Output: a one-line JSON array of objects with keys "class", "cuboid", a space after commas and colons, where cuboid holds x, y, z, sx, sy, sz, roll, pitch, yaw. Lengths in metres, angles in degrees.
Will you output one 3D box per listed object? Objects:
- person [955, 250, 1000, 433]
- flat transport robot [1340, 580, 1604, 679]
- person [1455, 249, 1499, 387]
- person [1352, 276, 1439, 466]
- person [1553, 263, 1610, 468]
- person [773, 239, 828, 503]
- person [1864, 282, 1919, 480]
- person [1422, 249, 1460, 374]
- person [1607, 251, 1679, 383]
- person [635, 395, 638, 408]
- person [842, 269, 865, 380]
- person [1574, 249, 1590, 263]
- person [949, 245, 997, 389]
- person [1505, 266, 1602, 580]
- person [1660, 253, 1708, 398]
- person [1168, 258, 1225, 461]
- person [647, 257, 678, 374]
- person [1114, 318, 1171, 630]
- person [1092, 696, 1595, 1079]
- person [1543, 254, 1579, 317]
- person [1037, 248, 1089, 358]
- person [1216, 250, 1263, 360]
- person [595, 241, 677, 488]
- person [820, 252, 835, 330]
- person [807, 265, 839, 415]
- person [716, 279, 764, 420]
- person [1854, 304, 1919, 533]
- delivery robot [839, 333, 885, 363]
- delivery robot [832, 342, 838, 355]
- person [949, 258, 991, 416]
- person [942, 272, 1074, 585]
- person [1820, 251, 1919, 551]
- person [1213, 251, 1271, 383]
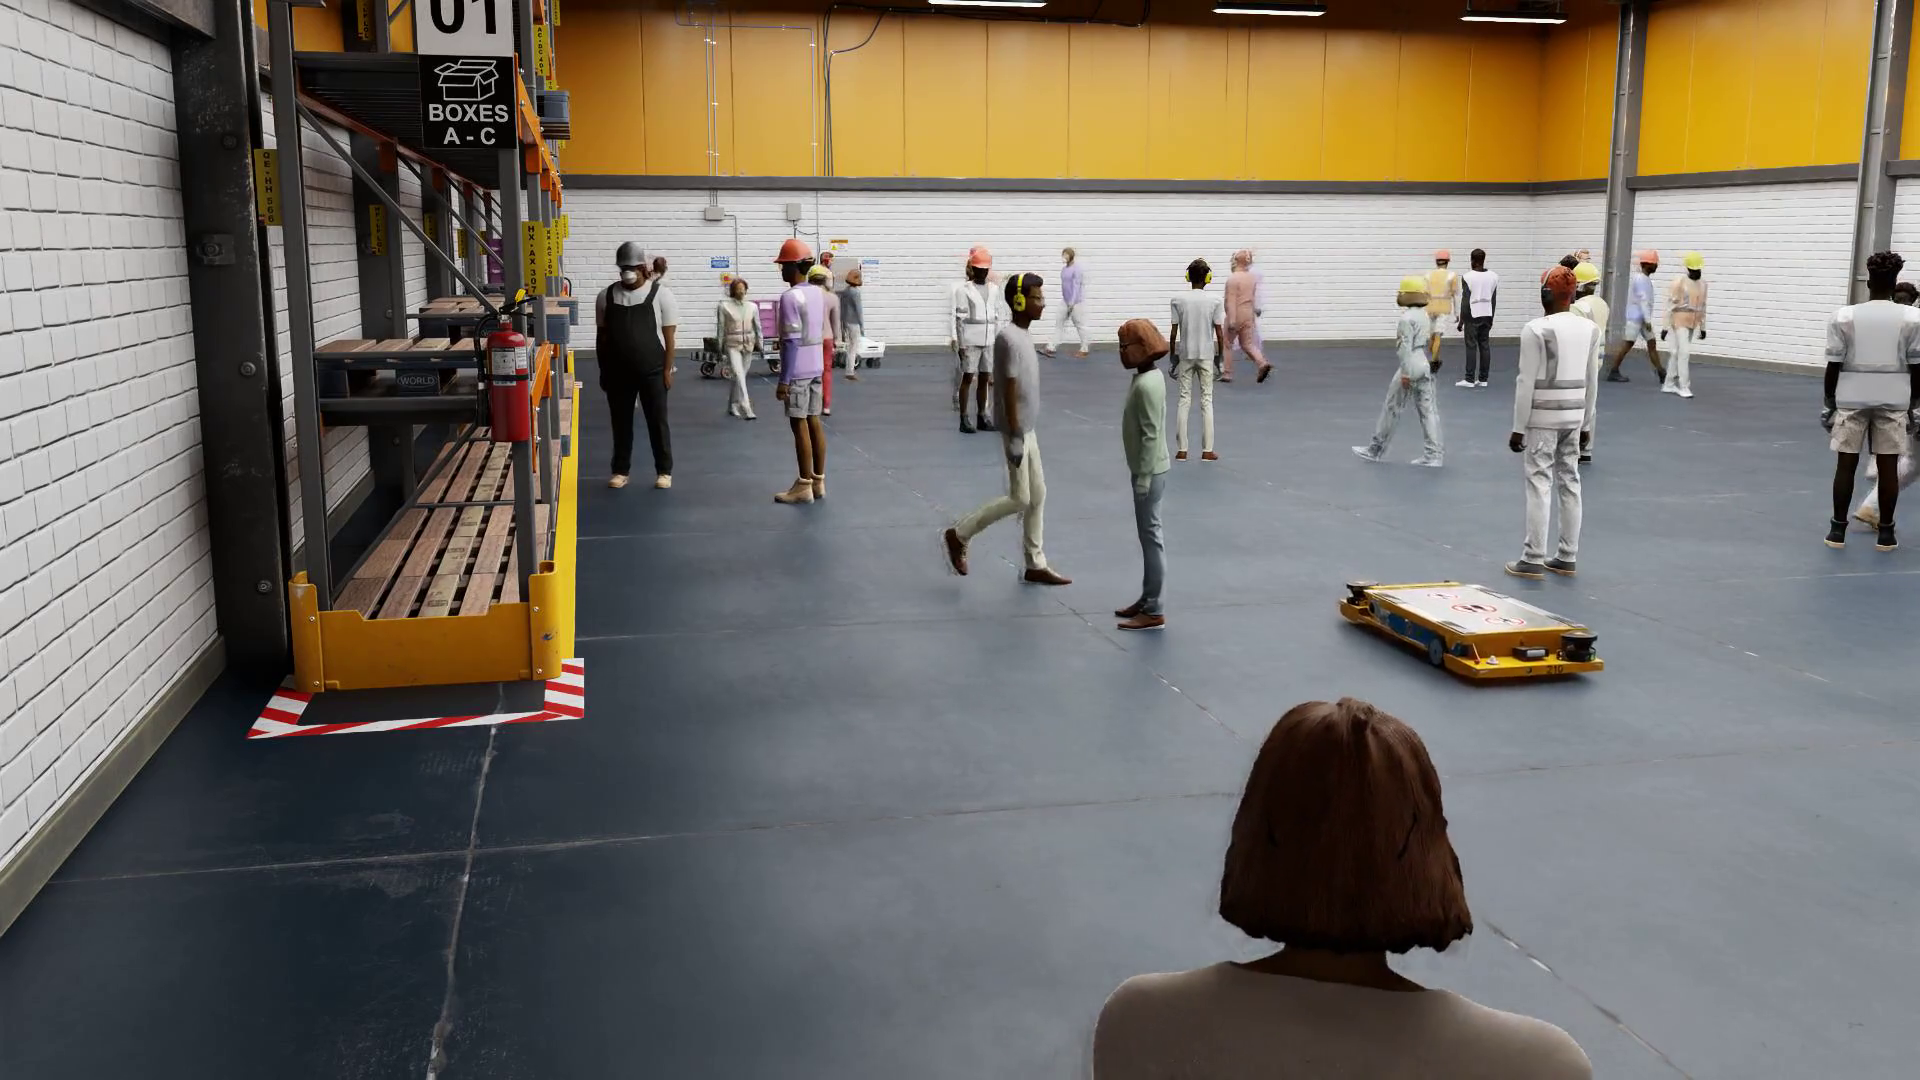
[{"class": "person", "cuboid": [0.212, -2.100, 17.640, 0.547, 1.934, 0.376, -7, 12, -35]}, {"class": "flat transport robot", "cuboid": [2.511, 0.416, 8.303, 0.652, 0.197, 1.431, -2, 11, -12]}, {"class": "person", "cuboid": [7.204, -3.088, 23.166, 0.592, 1.917, 0.392, -4, 11, -23]}, {"class": "person", "cuboid": [4.026, -1.536, 15.140, 0.876, 1.696, 0.501, 9, 14, 42]}, {"class": "person", "cuboid": [5.562, -1.565, 14.951, 0.403, 1.833, 0.591, 10, 14, 43]}, {"class": "person", "cuboid": [-1.259, -1.305, 12.923, 0.387, 2.042, 0.614, 4, 11, 20]}, {"class": "person", "cuboid": [7.877, -1.325, 14.016, 0.557, 1.676, 0.526, 6, 12, 30]}, {"class": "person", "cuboid": [7.420, -3.529, 25.674, 0.561, 1.884, 0.960, 7, 12, 34]}, {"class": "person", "cuboid": [9.755, -3.162, 23.665, 1.009, 1.880, 0.569, 6, 12, 32]}, {"class": "person", "cuboid": [-3.922, -2.435, 20.179, 0.547, 1.679, 0.370, -2, 10, -10]}, {"class": "person", "cuboid": [-1.523, -3.131, 24.207, 0.403, 1.617, 0.538, -5, 11, -24]}, {"class": "person", "cuboid": [9.202, -3.370, 24.776, 0.640, 1.902, 0.402, -8, 13, -37]}, {"class": "person", "cuboid": [0.218, -3.067, 22.914, 0.885, 1.955, 0.653, 10, 14, 43]}, {"class": "person", "cuboid": [3.583, -0.700, 10.039, 0.572, 1.879, 0.338, -5, 11, -24]}, {"class": "person", "cuboid": [9.488, -2.807, 21.744, 0.637, 1.874, 0.674, -6, 12, -29]}, {"class": "person", "cuboid": [2.185, -1.656, 15.356, 0.532, 1.871, 0.321, 3, 11, 14]}, {"class": "person", "cuboid": [-4.600, -3.334, 24.914, 0.626, 1.785, 0.990, 5, 11, 24]}, {"class": "person", "cuboid": [0.960, -0.344, 8.737, 0.289, 1.633, 0.499, 1, 10, 6]}, {"class": "person", "cuboid": [0.395, 0.944, 1.751, 0.495, 1.578, 0.882, 5, 11, 25]}, {"class": "person", "cuboid": [6.992, -2.361, 19.260, 0.538, 1.869, 0.312, 2, 10, 13]}, {"class": "person", "cuboid": [1.824, -4.075, 28.698, 1.003, 1.890, 0.639, -6, 12, -29]}, {"class": "person", "cuboid": [4.772, -3.973, 28.209, 0.956, 1.857, 0.684, -2, 10, -9]}, {"class": "person", "cuboid": [-2.672, -1.429, 13.625, 0.675, 2.000, 0.535, 1, 10, 4]}, {"class": "person", "cuboid": [-2.295, -3.935, 28.073, 0.389, 1.838, 0.561, -8, 13, -37]}, {"class": "person", "cuboid": [-1.695, -2.338, 19.470, 0.560, 1.743, 0.640, -5, 11, -26]}, {"class": "person", "cuboid": [-2.516, -2.180, 19.018, 0.523, 1.599, 0.865, -6, 12, -32]}, {"class": "person", "cuboid": [6.599, -0.885, 11.326, 0.732, 1.790, 0.668, 2, 10, 13]}, {"class": "delivery robot", "cuboid": [-1.552, -3.036, 26.385, 0.707, 0.478, 0.477, -5, 11, -24]}, {"class": "delivery robot", "cuboid": [-2.292, -3.026, 26.329, 0.707, 0.478, 0.477, 1, 10, 3]}, {"class": "person", "cuboid": [0.119, -2.398, 19.555, 0.579, 1.850, 0.935, -3, 11, -15]}, {"class": "person", "cuboid": [0.296, -0.642, 9.780, 0.699, 1.855, 0.523, 3, 11, 15]}, {"class": "person", "cuboid": [5.998, -0.908, 10.942, 0.602, 1.966, 0.368, 5, 11, 27]}, {"class": "person", "cuboid": [4.033, -3.178, 23.774, 0.844, 1.879, 0.652, 10, 14, 43]}]
